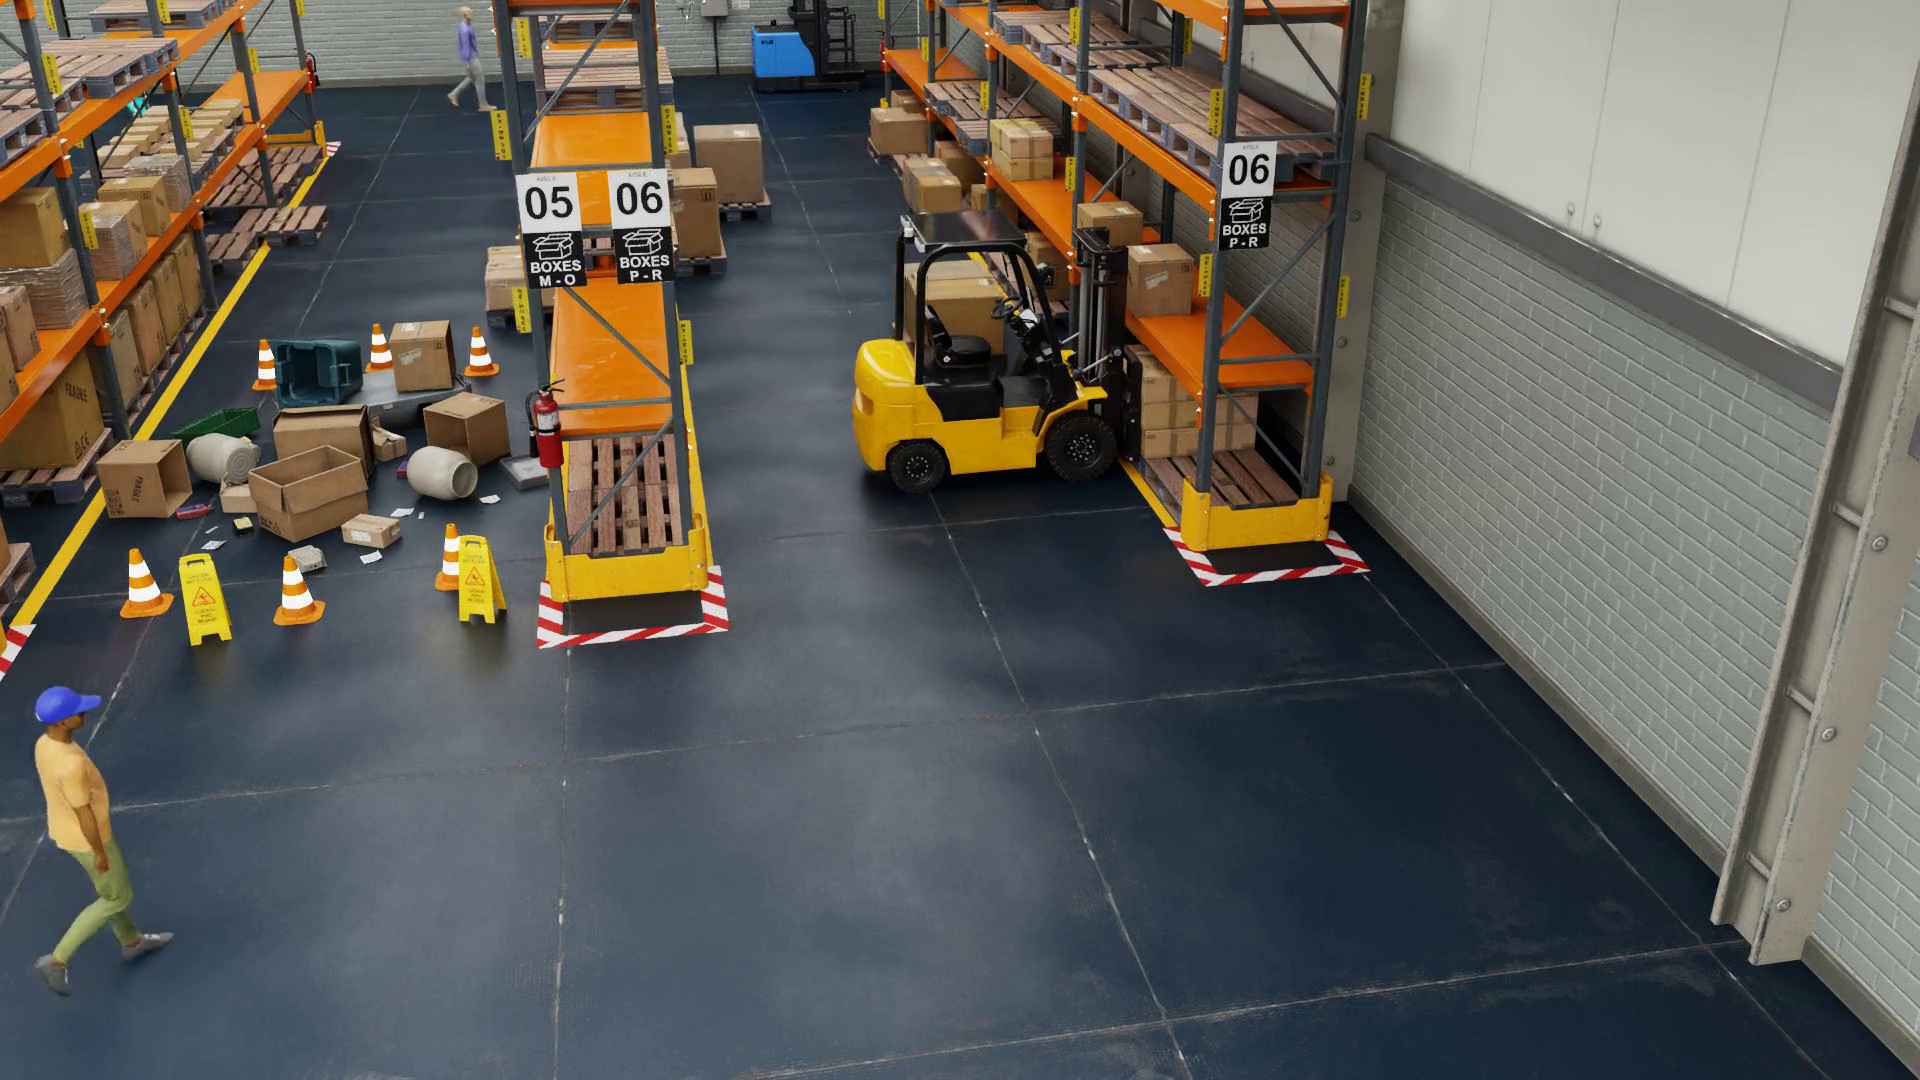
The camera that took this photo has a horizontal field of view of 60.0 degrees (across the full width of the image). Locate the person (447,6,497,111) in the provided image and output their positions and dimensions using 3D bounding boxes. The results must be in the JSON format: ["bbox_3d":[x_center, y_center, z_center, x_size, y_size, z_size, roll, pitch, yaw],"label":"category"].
[{"bbox_3d":[-8.481,-8.271,28.616,0.711,1.769,0.593,-8,27,-16],"label":"person"}]

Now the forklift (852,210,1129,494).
[{"bbox_3d":[0.216,-1.659,14.366,2.313,2.155,1.214,-5,26,-10],"label":"forklift"}]

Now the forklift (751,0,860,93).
[{"bbox_3d":[-2.872,-9.679,30.288,1.873,2.768,1.129,-5,26,-10],"label":"forklift"}]

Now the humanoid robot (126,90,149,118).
[{"bbox_3d":[-12.879,-6.940,25.933,0.536,1.775,0.995,-21,32,-36],"label":"humanoid robot"}]

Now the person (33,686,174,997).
[{"bbox_3d":[-4.434,1.503,8.344,0.610,1.700,0.450,-23,34,-39],"label":"person"}]
